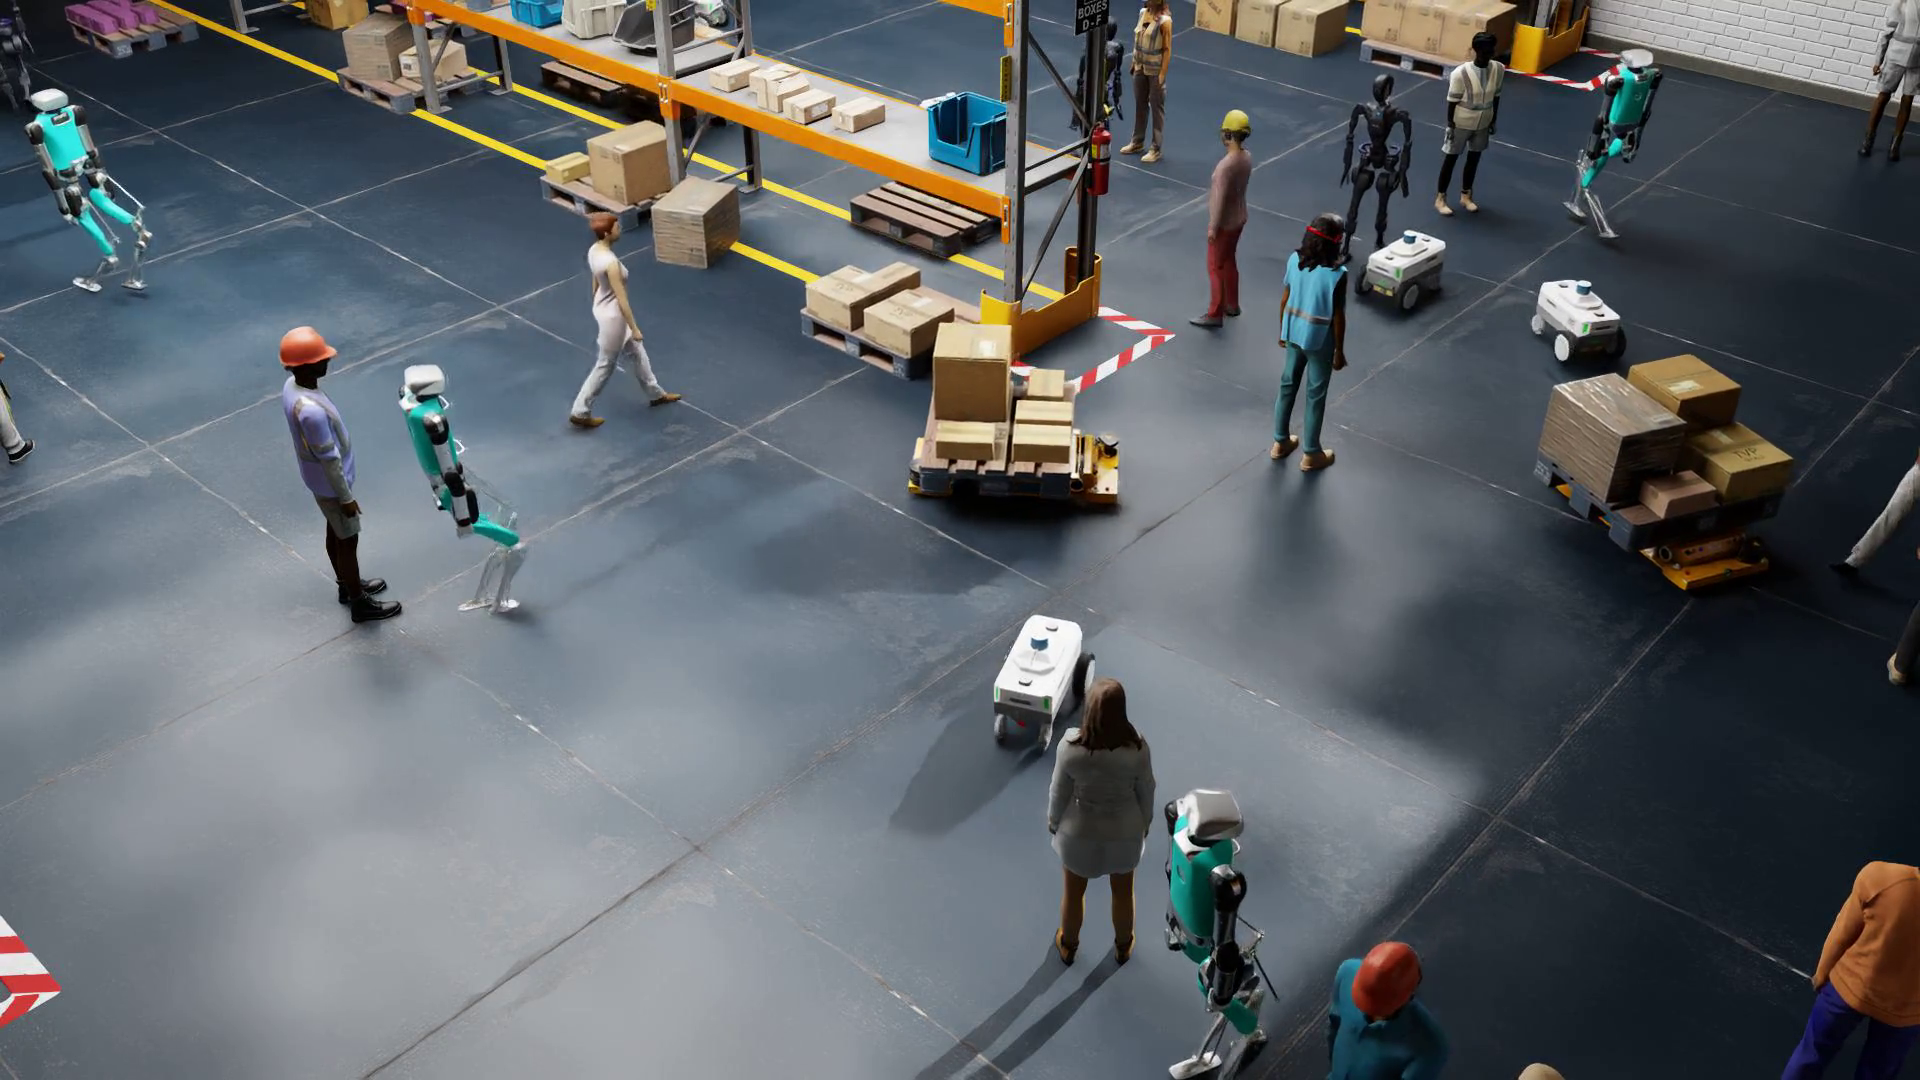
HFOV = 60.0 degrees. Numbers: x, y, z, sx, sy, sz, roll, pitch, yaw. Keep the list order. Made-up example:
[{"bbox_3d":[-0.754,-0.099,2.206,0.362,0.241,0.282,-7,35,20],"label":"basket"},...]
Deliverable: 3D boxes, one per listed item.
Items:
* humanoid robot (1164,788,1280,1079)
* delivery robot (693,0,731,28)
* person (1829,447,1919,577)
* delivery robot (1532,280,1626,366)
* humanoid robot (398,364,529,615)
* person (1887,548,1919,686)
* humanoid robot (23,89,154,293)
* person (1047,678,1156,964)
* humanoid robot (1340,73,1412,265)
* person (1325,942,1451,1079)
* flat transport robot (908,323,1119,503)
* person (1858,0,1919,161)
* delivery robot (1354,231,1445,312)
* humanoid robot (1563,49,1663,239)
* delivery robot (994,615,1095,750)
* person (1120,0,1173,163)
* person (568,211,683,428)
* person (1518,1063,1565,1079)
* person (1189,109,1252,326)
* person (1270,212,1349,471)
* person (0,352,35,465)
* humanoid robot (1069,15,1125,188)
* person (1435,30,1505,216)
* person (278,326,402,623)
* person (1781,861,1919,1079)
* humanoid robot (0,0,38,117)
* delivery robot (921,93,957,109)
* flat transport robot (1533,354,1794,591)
[{"bbox_3d":[1.168,1.724,7.040,0.664,1.815,0.542,-12,36,-16],"label":"humanoid robot"},{"bbox_3d":[-3.147,-6.307,19.684,0.774,0.581,0.499,14,37,20],"label":"delivery robot"},{"bbox_3d":[5.996,-0.415,10.197,0.890,1.633,0.437,-9,36,-13],"label":"person"},{"bbox_3d":[4.861,-1.733,13.077,0.499,0.603,0.792,-8,35,-12],"label":"delivery robot"},{"bbox_3d":[-2.880,-0.274,9.923,0.648,1.799,0.533,-21,40,-27],"label":"humanoid robot"},{"bbox_3d":[5.672,0.072,9.319,0.508,1.844,0.330,20,39,26],"label":"person"},{"bbox_3d":[-7.013,-2.763,13.524,0.918,1.759,0.544,14,37,19],"label":"humanoid robot"},{"bbox_3d":[0.645,1.309,7.684,0.486,1.663,0.339,1,35,2],"label":"person"},{"bbox_3d":[3.553,-3.155,14.169,0.610,1.643,0.612,18,38,24],"label":"humanoid robot"},{"bbox_3d":[1.496,2.182,6.377,0.759,1.712,0.552,-23,41,-30],"label":"person"},{"bbox_3d":[0.382,-0.533,11.582,1.431,0.231,0.659,3,35,4],"label":"flat transport robot"},{"bbox_3d":[9.147,-4.635,16.074,0.547,1.924,0.385,14,37,19],"label":"person"},{"bbox_3d":[3.706,-2.285,13.860,0.783,0.584,0.499,-27,43,-34],"label":"delivery robot"},{"bbox_3d":[5.645,-3.529,14.653,0.543,1.732,1.050,-11,36,-16],"label":"humanoid robot"},{"bbox_3d":[0.454,0.762,9.470,0.499,0.612,0.796,11,36,16],"label":"delivery robot"},{"bbox_3d":[1.823,-4.540,16.063,0.315,1.773,0.459,-23,41,-30],"label":"person"},{"bbox_3d":[-2.495,-1.578,11.905,0.871,1.615,0.463,-16,38,-21],"label":"person"},{"bbox_3d":[1.964,2.486,5.964,0.484,1.684,0.349,-10,36,-14],"label":"person"},{"bbox_3d":[2.108,-2.517,13.164,0.346,1.740,0.559,18,38,24],"label":"person"},{"bbox_3d":[2.389,-1.349,11.360,0.397,1.866,0.529,-28,43,-34],"label":"person"},{"bbox_3d":[-6.862,-1.323,11.351,0.585,1.833,0.403,-6,35,-9],"label":"person"},{"bbox_3d":[1.207,-4.091,15.498,0.608,1.632,0.477,-26,42,-32],"label":"humanoid robot"},{"bbox_3d":[4.601,-3.759,15.005,0.532,1.691,0.321,-9,36,-13],"label":"person"},{"bbox_3d":[-3.724,-0.382,9.896,0.349,1.940,0.543,-20,39,-26],"label":"person"},{"bbox_3d":[3.724,1.810,6.695,0.515,1.973,0.401,21,40,28],"label":"person"},{"bbox_3d":[-9.859,-5.134,17.013,0.585,1.647,0.439,-17,38,-23],"label":"humanoid robot"},{"bbox_3d":[-0.071,-4.131,16.549,0.499,0.601,0.796,-21,40,-27],"label":"delivery robot"},{"bbox_3d":[4.618,-0.183,11.076,0.659,0.231,1.431,-12,36,-17],"label":"flat transport robot"}]
